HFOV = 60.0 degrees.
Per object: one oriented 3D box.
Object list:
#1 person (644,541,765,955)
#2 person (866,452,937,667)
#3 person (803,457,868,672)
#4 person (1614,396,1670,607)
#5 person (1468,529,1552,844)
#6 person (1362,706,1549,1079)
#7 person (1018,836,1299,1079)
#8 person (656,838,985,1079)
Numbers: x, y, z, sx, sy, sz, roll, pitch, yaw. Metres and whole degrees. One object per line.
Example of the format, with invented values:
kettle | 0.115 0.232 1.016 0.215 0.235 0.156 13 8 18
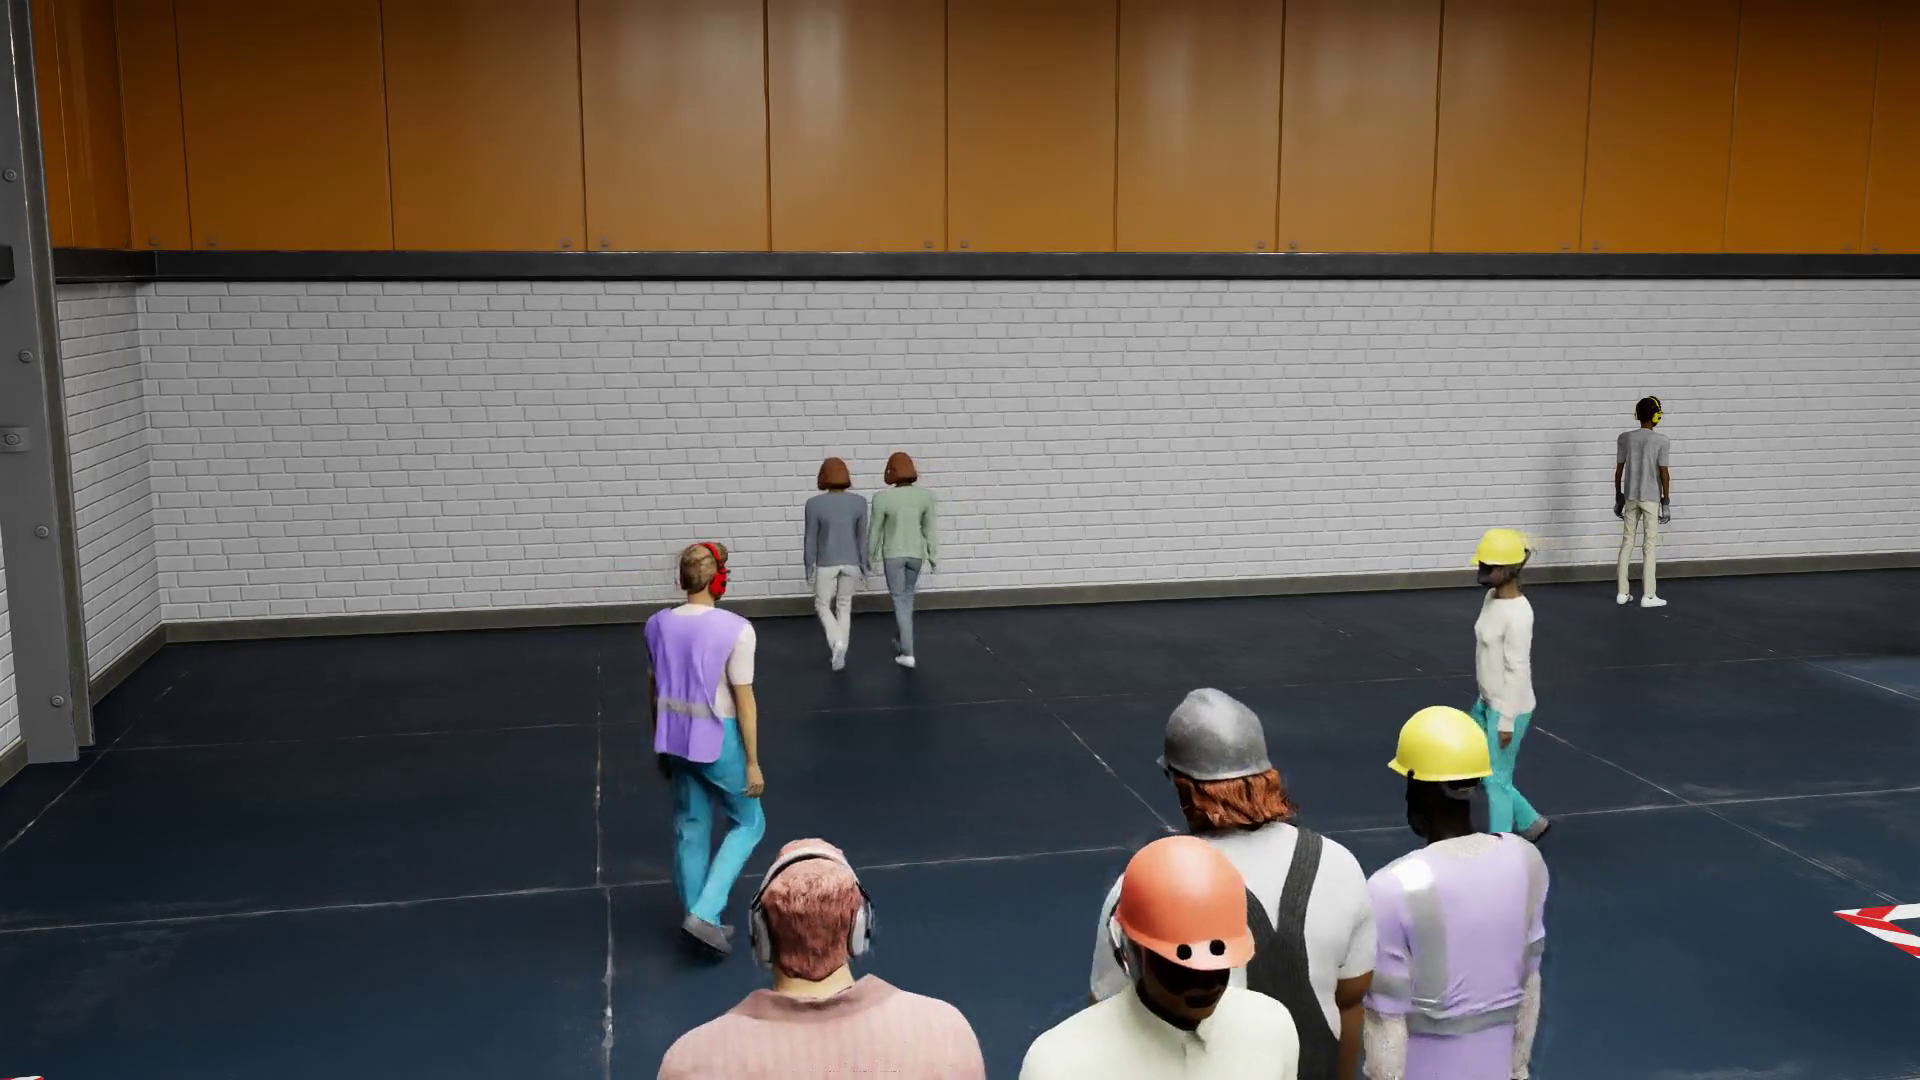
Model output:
person | -1.095 0.918 7.211 0.600 1.831 0.438 5 11 29
person | -0.485 0.126 12.707 0.508 1.601 0.748 -5 10 -27
person | -0.899 0.193 12.300 0.507 1.615 0.603 -4 10 -23
person | 6.063 -0.341 14.772 0.328 1.873 0.518 -8 12 -41
person | 2.655 0.807 8.112 0.427 1.751 0.551 0 9 3
person | 1.282 1.375 4.243 0.595 1.904 0.811 -5 11 -27
person | 0.364 1.496 3.269 0.625 1.976 0.673 -4 10 -25
person | -0.283 1.521 3.332 0.670 1.894 0.432 -2 10 -13
